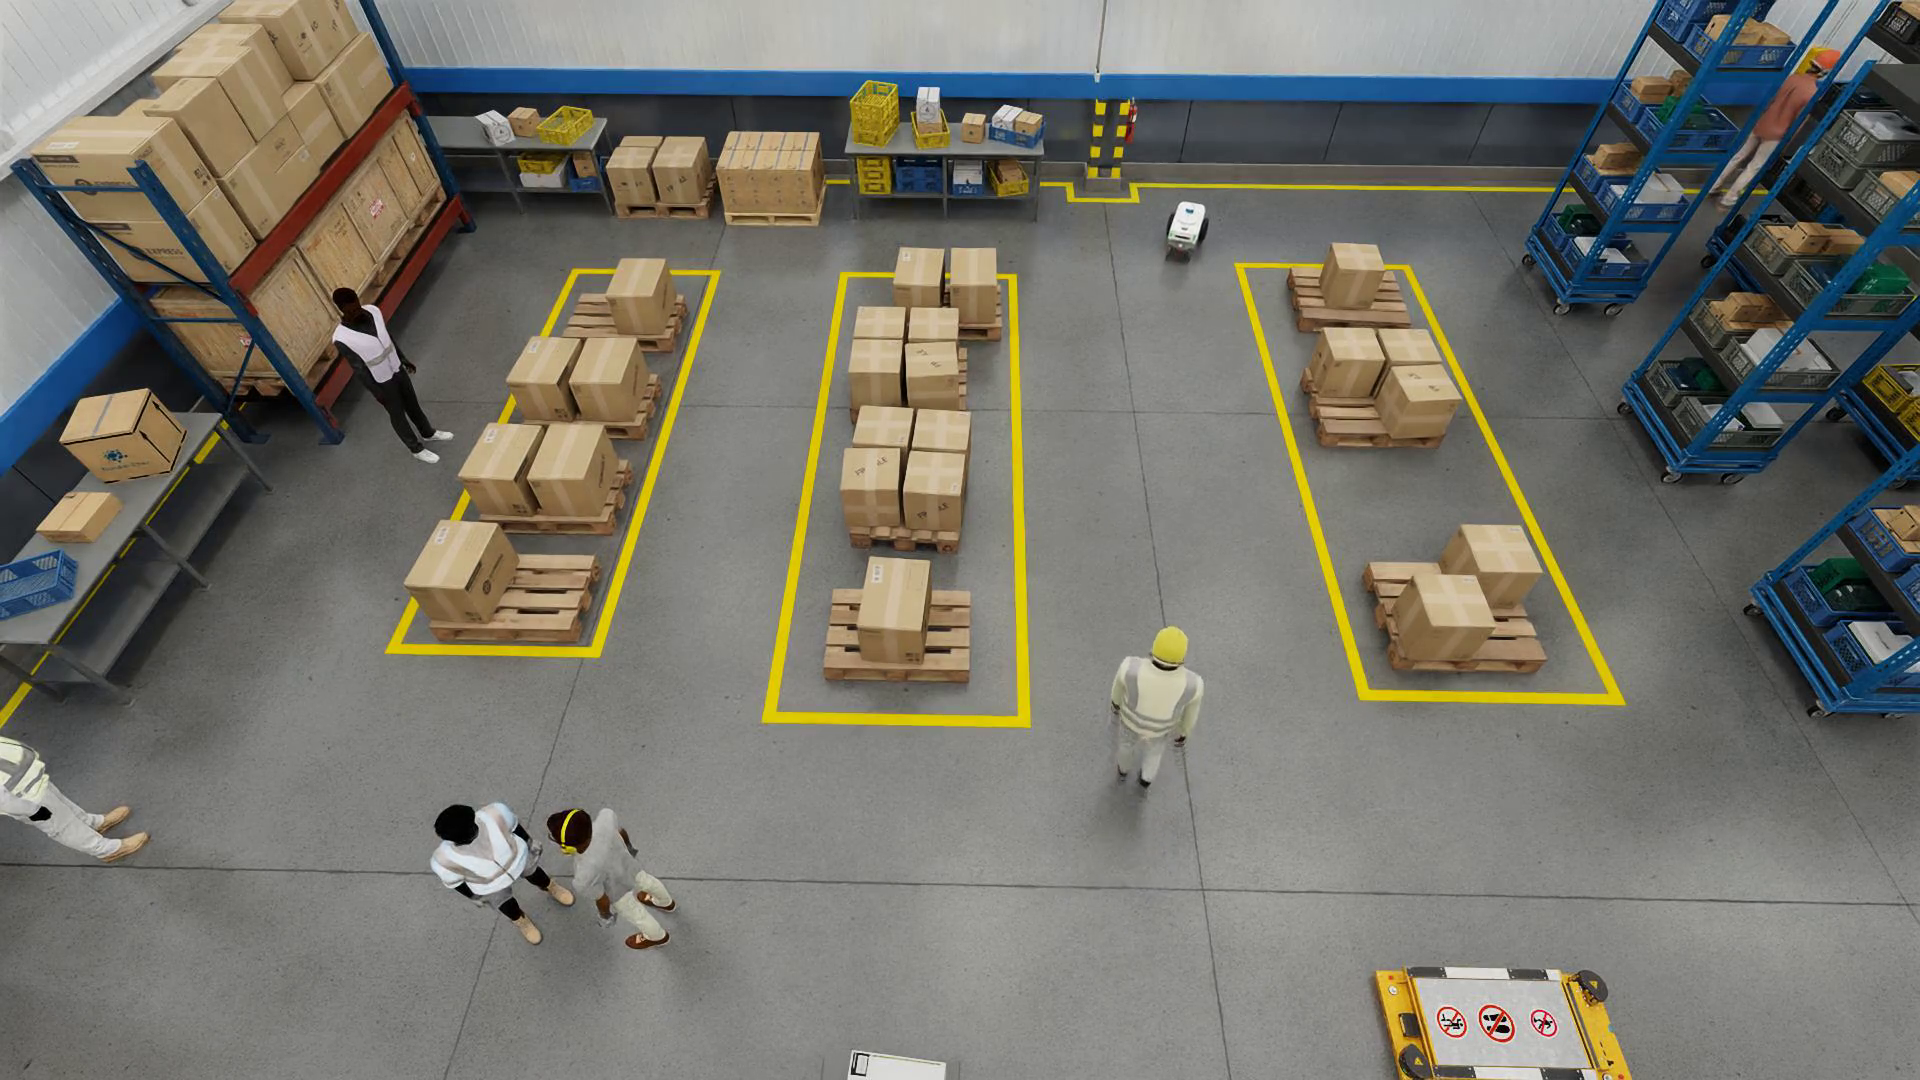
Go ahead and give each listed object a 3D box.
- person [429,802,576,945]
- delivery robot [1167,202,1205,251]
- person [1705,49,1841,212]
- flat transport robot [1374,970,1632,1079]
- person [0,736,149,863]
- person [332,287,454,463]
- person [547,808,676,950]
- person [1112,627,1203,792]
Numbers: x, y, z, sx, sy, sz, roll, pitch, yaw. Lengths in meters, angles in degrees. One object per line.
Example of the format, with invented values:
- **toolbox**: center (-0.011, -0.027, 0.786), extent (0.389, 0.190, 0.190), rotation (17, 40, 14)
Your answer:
- **person**: center (-2.926, 2.094, 5.849), extent (0.320, 1.692, 0.531), rotation (28, 56, 21)
- **delivery robot**: center (2.830, -3.935, 11.435), extent (0.477, 0.478, 0.707), rotation (15, 52, 12)
- **person**: center (10.277, -5.153, 11.575), extent (0.415, 1.985, 0.611), rotation (-4, 51, -3)
- **flat transport robot**: center (3.501, 3.133, 5.914), extent (1.431, 0.197, 0.652), rotation (1, 51, 1)
- **person**: center (-6.296, 1.640, 6.126), extent (0.625, 1.844, 0.429), rotation (34, 58, 24)
- **person**: center (-5.437, -1.570, 8.696), extent (0.397, 1.915, 0.587), rotation (6, 51, 5)
- **person**: center (-2.157, 2.119, 5.715), extent (0.328, 1.873, 0.520), rotation (3, 51, 3)
- **person**: center (1.349, 1.205, 6.490), extent (0.596, 1.820, 0.416), rotation (11, 52, 9)
